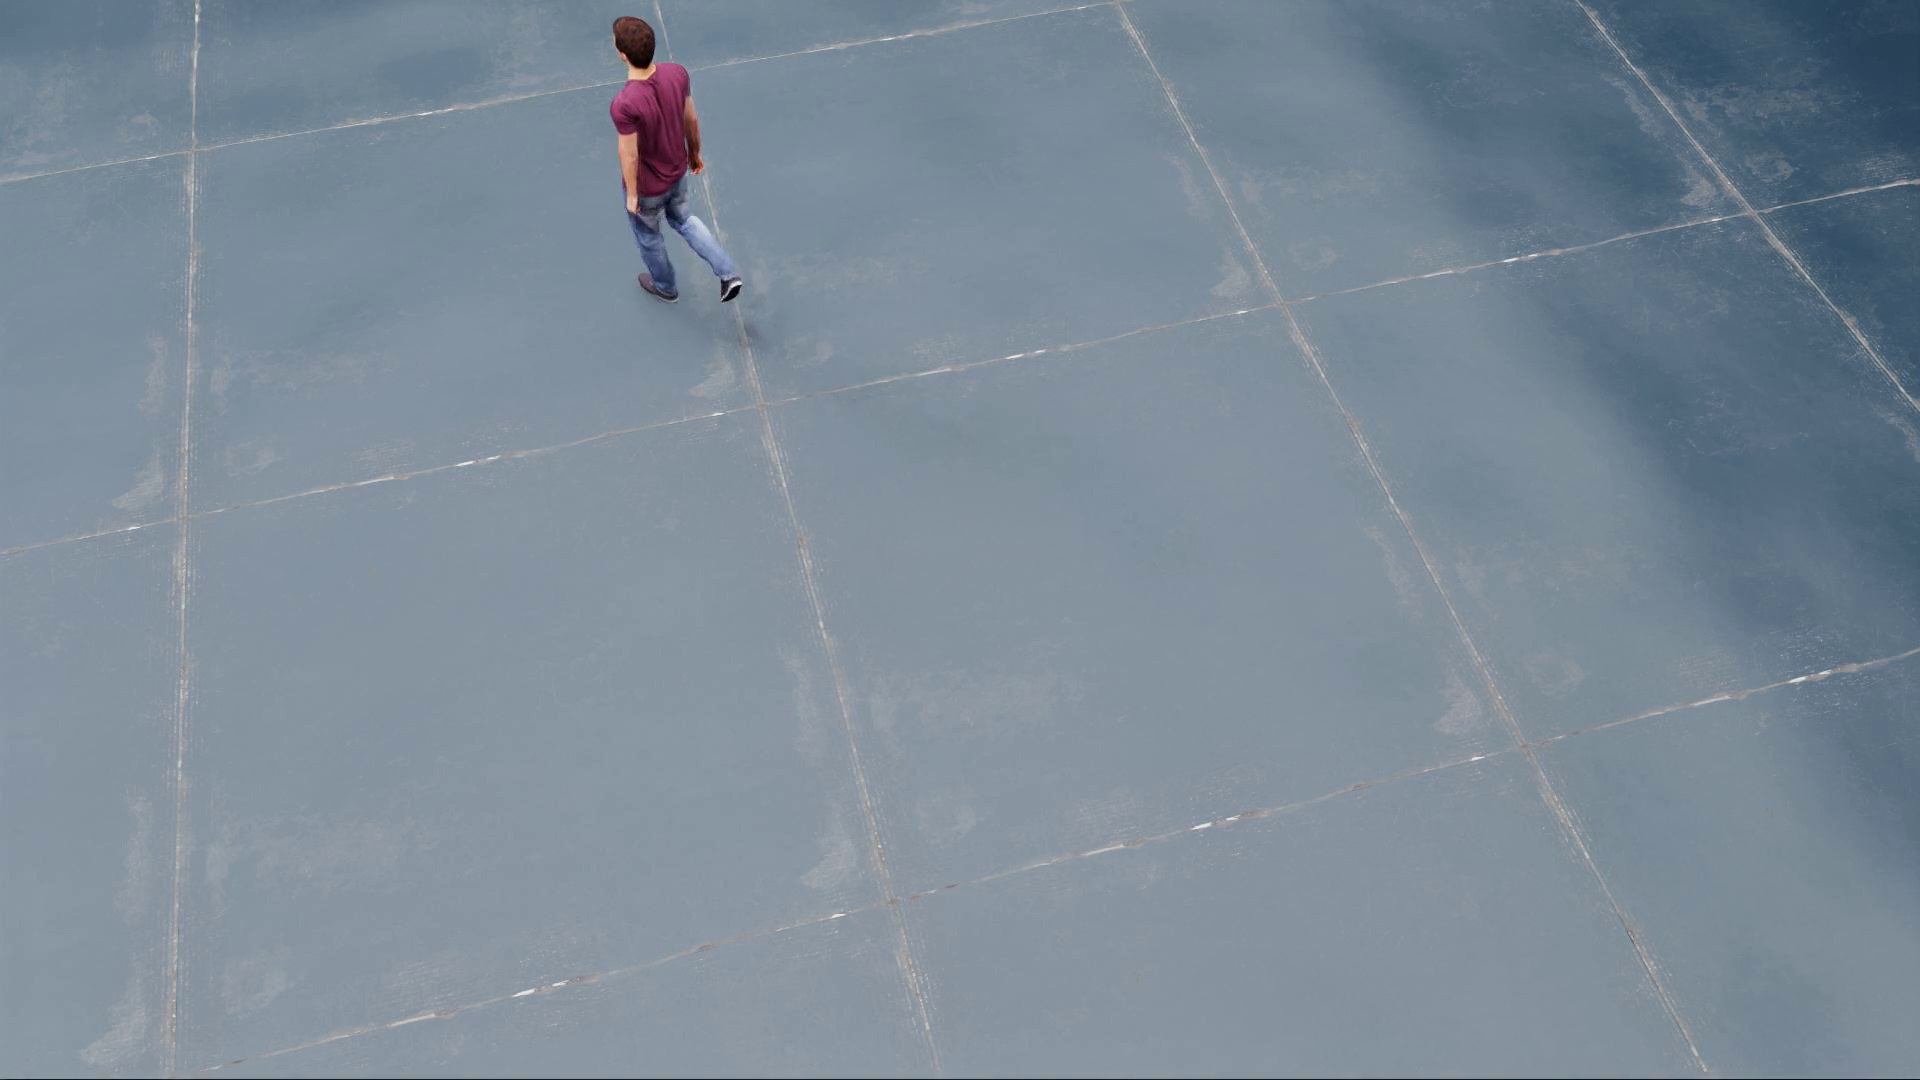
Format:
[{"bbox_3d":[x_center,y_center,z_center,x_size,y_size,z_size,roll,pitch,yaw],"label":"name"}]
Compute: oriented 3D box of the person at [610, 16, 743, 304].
[{"bbox_3d":[-1.526,-1.895,8.704,1.065,1.837,0.968,31,58,22],"label":"person"}]
